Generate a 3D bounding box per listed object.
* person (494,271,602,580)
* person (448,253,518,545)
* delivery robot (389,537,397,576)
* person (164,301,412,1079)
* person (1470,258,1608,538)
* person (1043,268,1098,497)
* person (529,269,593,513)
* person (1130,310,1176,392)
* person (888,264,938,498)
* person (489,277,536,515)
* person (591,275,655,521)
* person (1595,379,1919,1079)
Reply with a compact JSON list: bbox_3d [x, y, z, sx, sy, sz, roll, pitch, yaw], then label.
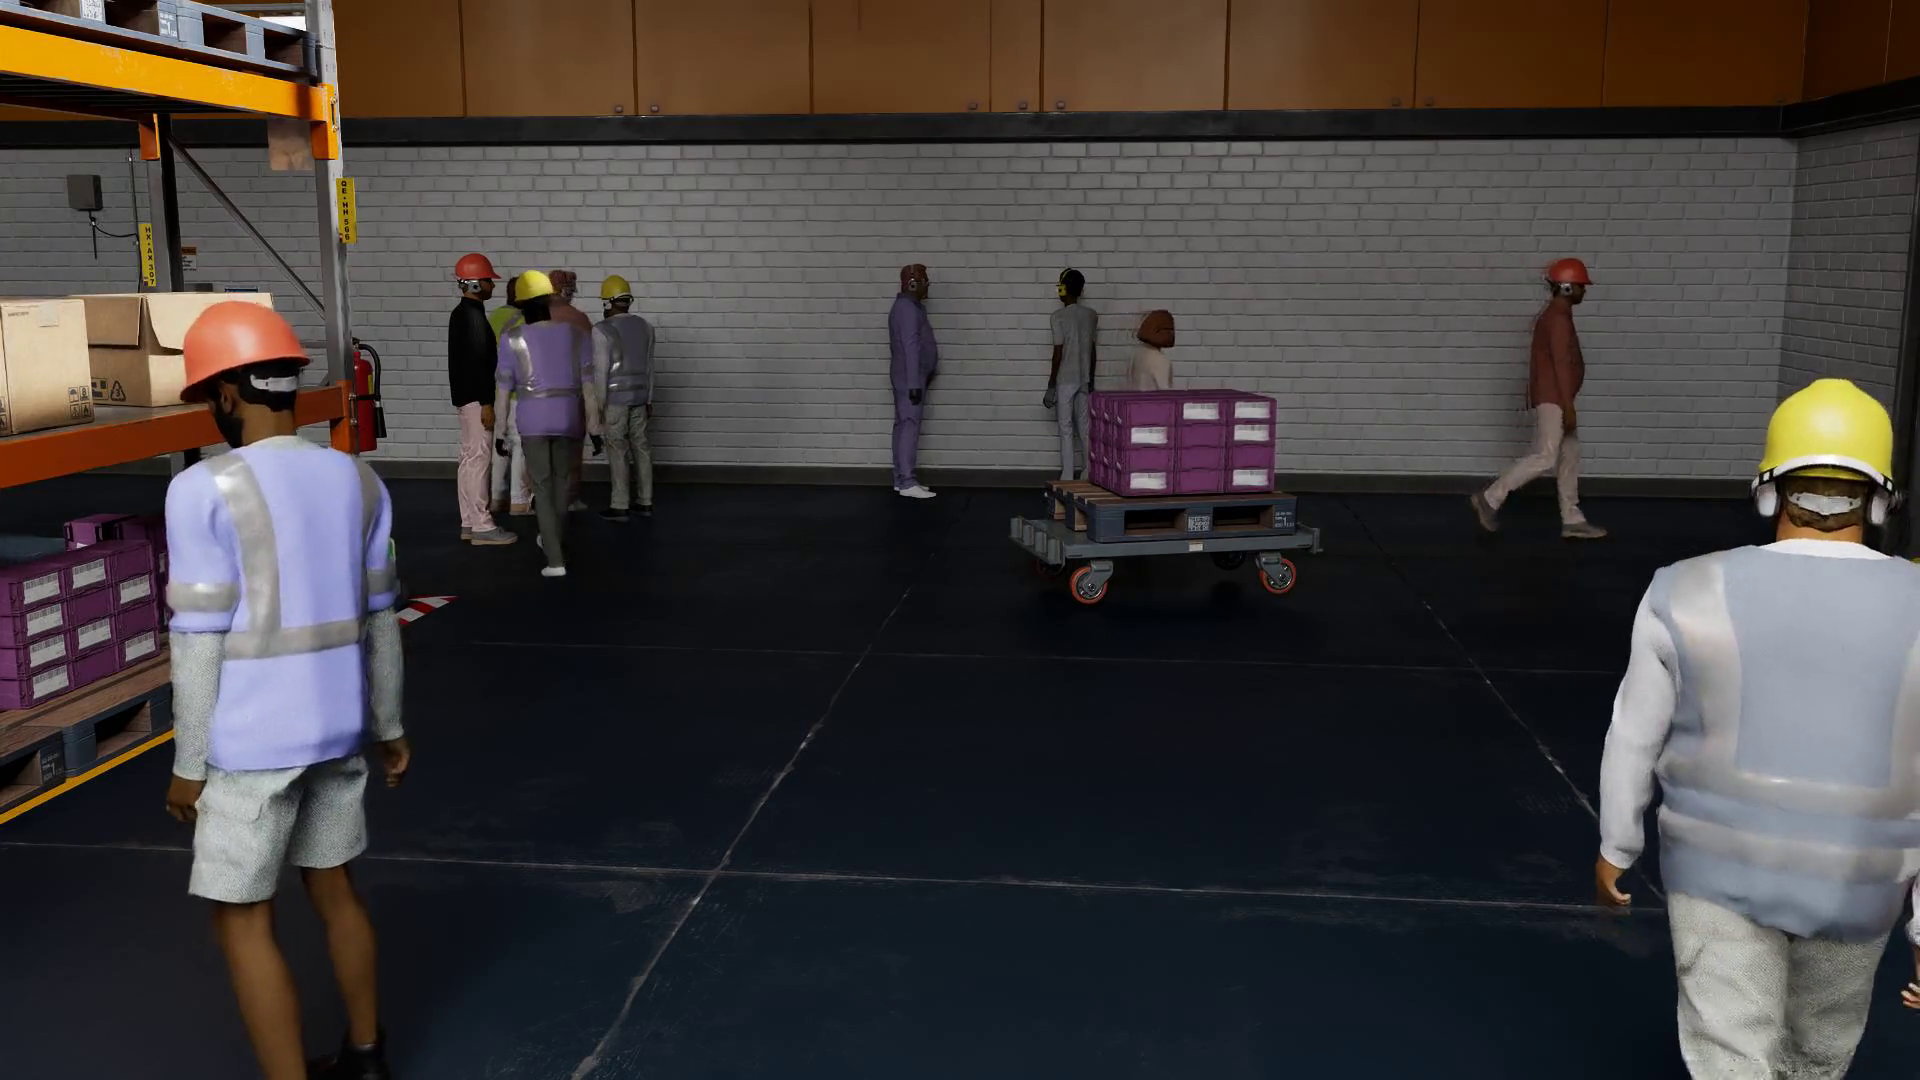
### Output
[{"bbox_3d":[-2.627,-0.727,10.424,0.614,1.885,0.914,-7,12,-34],"label":"person"},{"bbox_3d":[-3.321,-0.968,11.480,0.378,1.996,0.611,-5,11,-27],"label":"person"},{"bbox_3d":[-3.484,0.041,9.558,0.477,0.478,0.707,-6,11,-30],"label":"delivery robot"},{"bbox_3d":[-1.473,0.443,3.655,0.575,1.908,0.729,5,11,25],"label":"person"},{"bbox_3d":[4.102,-0.983,11.646,0.869,1.972,0.615,3,10,19],"label":"person"},{"bbox_3d":[0.894,-1.261,13.519,0.521,1.874,0.328,-8,13,-39],"label":"person"},{"bbox_3d":[-3.087,-1.128,12.771,0.689,1.876,0.467,3,10,15],"label":"person"},{"bbox_3d":[1.330,-0.744,11.279,0.487,1.615,0.523,-3,10,-16],"label":"person"},{"bbox_3d":[-0.380,-1.306,13.671,0.400,1.910,0.643,-1,10,-7],"label":"person"},{"bbox_3d":[-3.390,-1.101,12.746,0.436,1.822,0.634,-7,12,-35],"label":"person"},{"bbox_3d":[-2.543,-1.061,12.480,0.403,1.832,0.593,7,12,35],"label":"person"},{"bbox_3d":[1.526,0.592,3.130,0.614,1.780,0.924,3,10,18],"label":"person"}]
